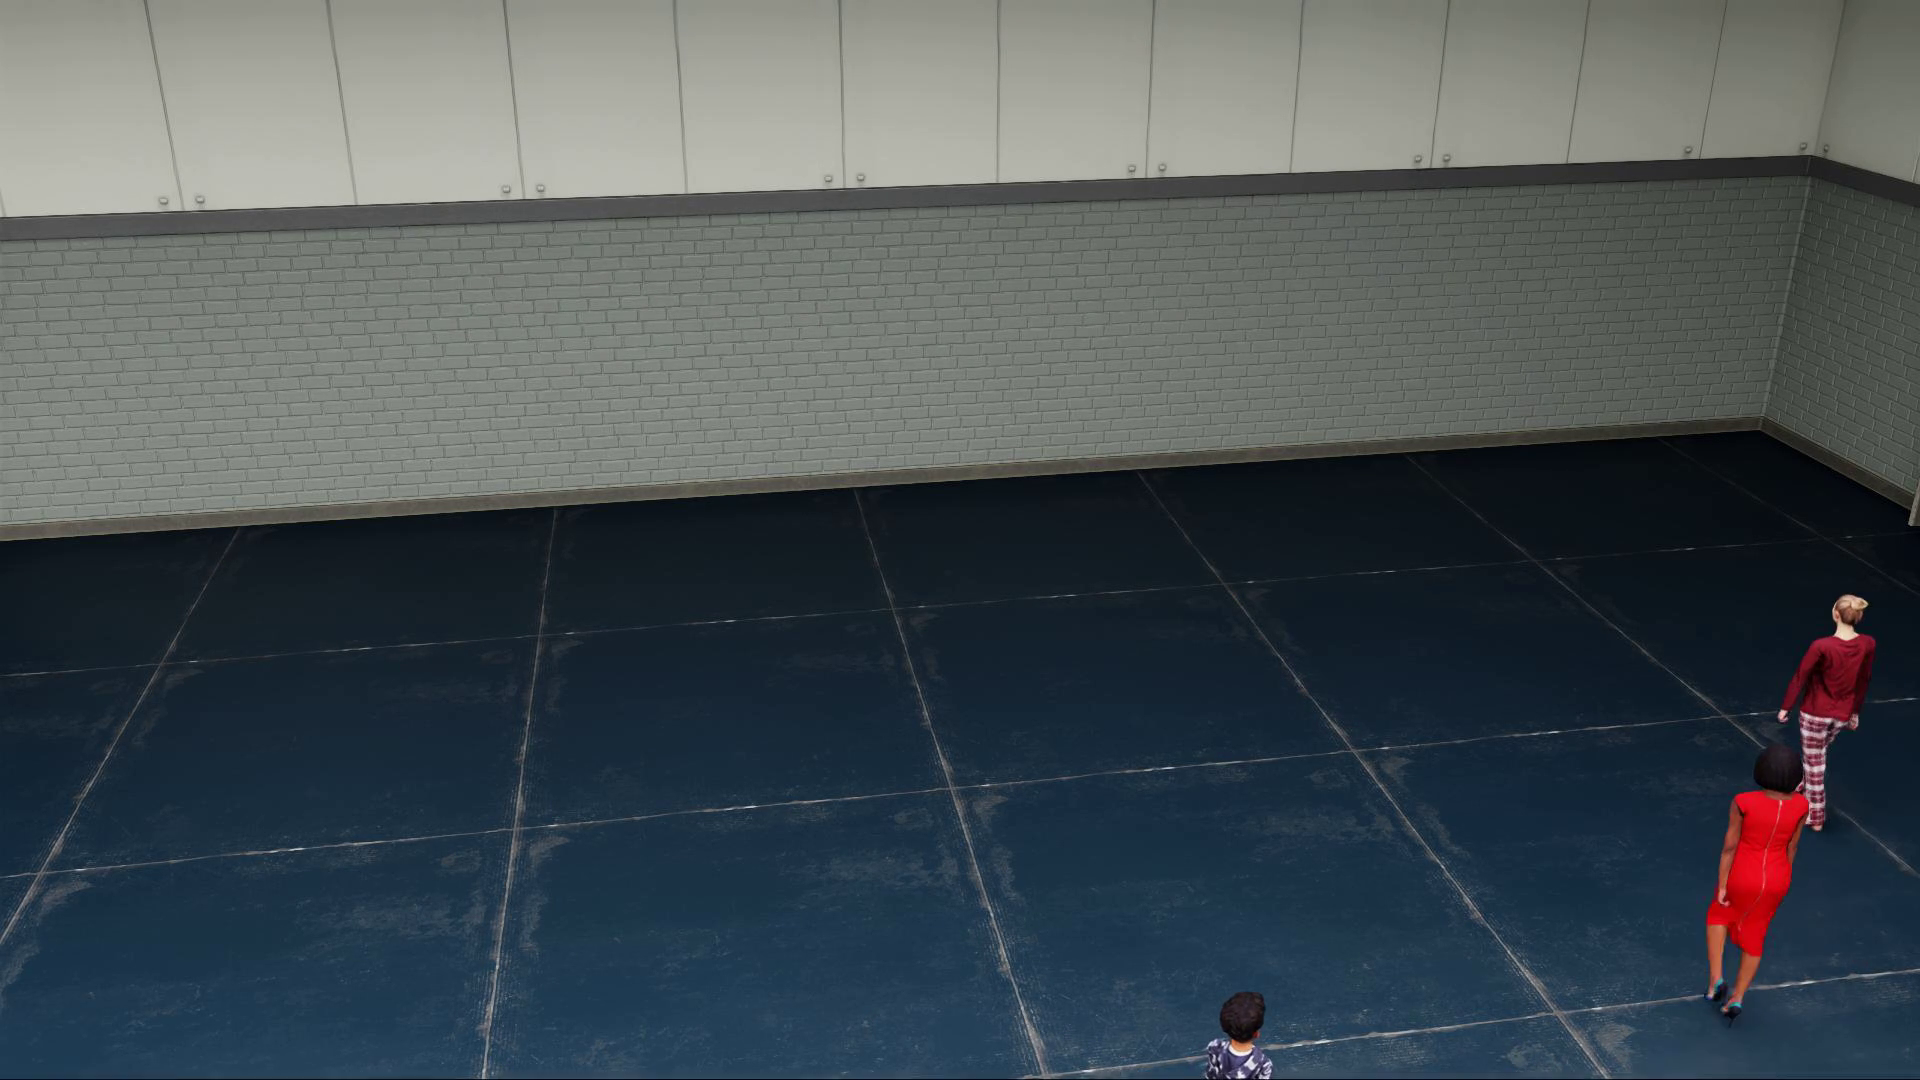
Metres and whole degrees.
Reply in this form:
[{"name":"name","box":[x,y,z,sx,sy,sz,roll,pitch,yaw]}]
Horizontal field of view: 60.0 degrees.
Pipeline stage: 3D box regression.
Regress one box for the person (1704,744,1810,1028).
[{"name":"person","box":[4.371,1.934,9.102,0.673,1.733,0.715,4,23,10]}]

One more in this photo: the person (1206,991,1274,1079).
[{"name":"person","box":[1.308,2.695,7.932,0.566,1.248,0.620,13,26,28]}]

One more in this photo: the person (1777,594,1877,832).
[{"name":"person","box":[5.766,1.162,10.975,0.648,1.687,0.748,-3,23,-8]}]
